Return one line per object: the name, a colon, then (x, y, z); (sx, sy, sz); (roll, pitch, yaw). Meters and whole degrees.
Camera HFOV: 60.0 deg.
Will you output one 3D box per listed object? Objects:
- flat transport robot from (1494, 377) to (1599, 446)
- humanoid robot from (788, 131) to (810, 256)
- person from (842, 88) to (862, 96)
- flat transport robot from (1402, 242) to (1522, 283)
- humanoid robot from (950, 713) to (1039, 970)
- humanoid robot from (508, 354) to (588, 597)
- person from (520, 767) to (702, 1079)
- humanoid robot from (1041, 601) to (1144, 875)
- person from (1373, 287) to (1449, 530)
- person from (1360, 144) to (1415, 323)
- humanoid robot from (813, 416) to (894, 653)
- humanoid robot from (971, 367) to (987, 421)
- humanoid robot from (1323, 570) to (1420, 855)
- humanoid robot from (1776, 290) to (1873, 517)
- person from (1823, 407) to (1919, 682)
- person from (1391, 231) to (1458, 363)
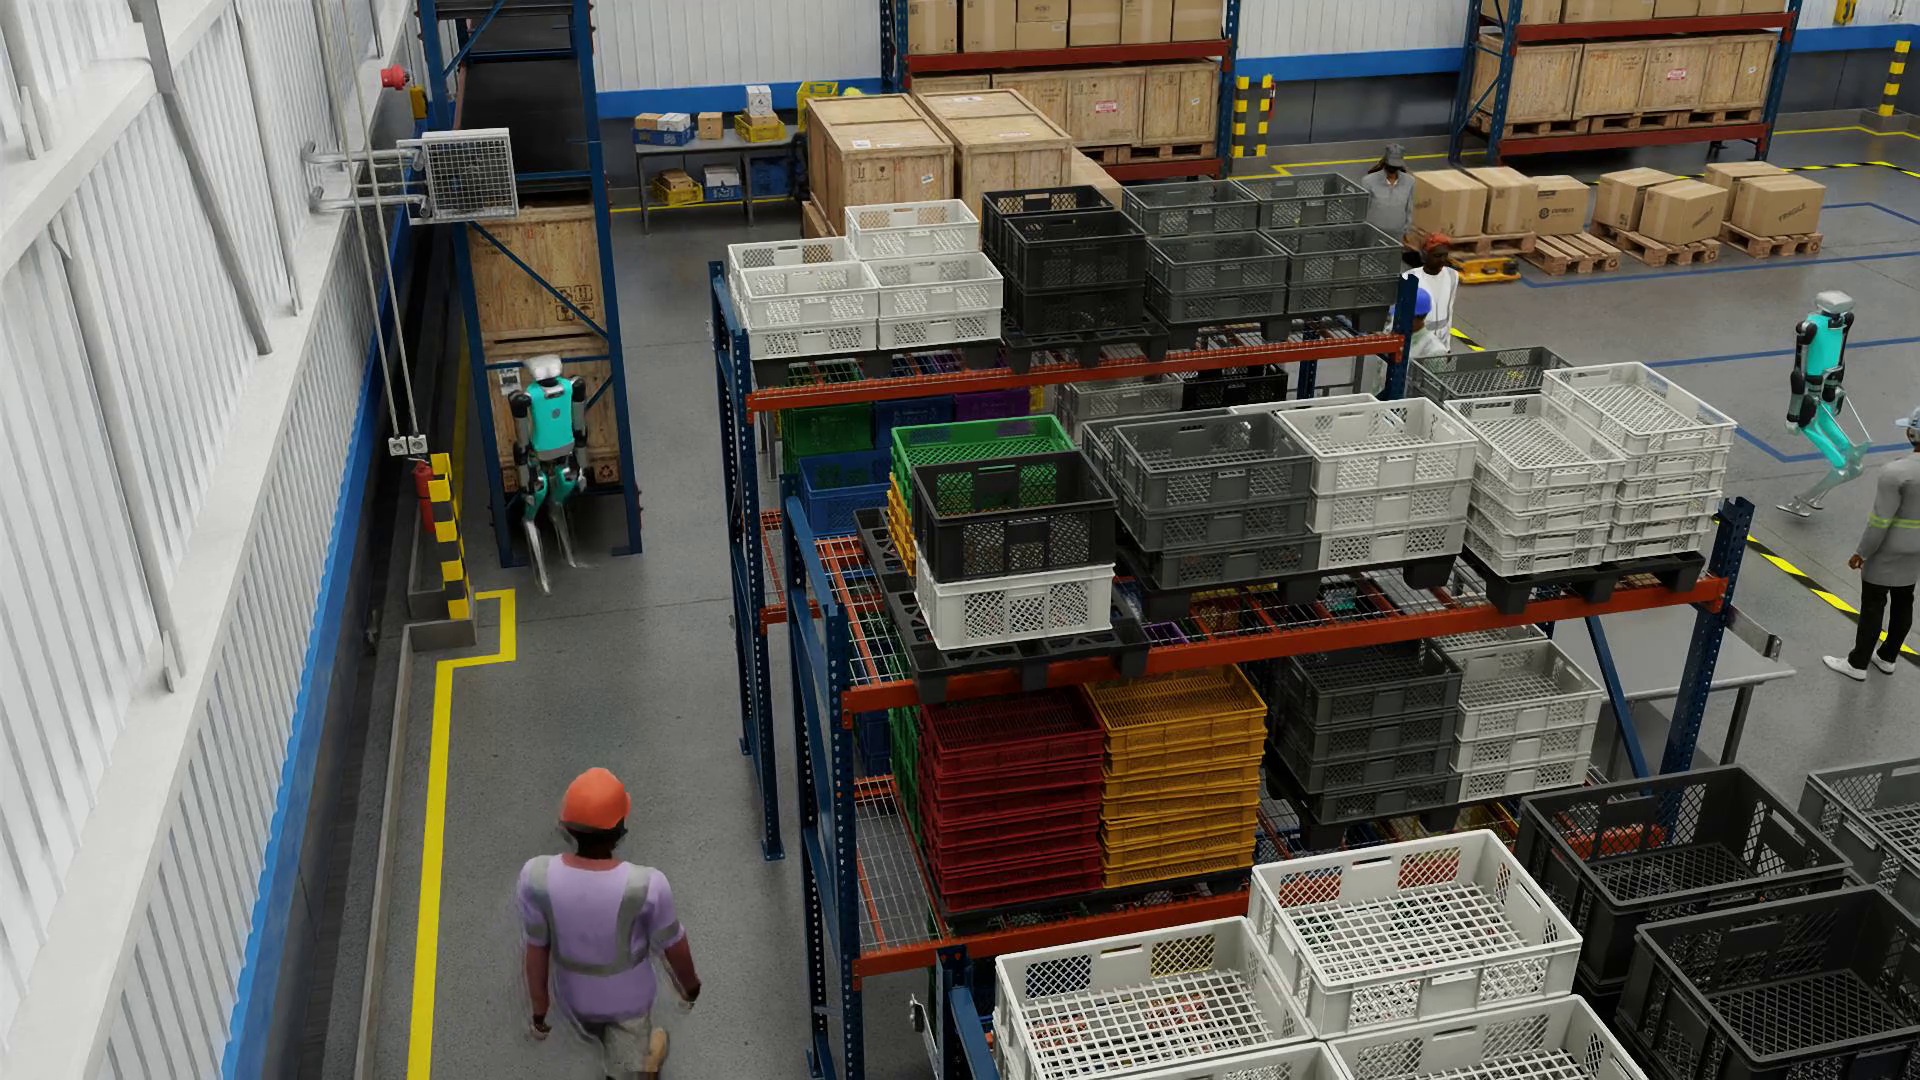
flat transport robot: (4.780, -1.036, 14.013); (0.659, 0.231, 1.431); (-6, 28, -12)
humanoid robot: (-1.582, -3.756, 17.668); (0.607, 1.641, 0.378); (9, 29, 16)
person: (-1.104, -3.939, 17.848); (0.466, 1.823, 0.636); (-4, 28, -7)
flat transport robot: (5.378, -3.087, 17.874); (0.652, 0.197, 1.431); (-6, 28, -12)
humanoid robot: (0.087, 1.414, 7.783); (0.925, 1.742, 0.553); (-20, 34, -33)
humanoid robot: (-2.890, -0.485, 11.419); (0.530, 1.793, 0.798); (-22, 35, -35)
person: (-1.401, 1.779, 6.821); (0.631, 1.984, 1.036); (6, 28, 10)
humanoid robot: (0.532, 1.101, 8.408); (0.795, 1.795, 0.548); (6, 28, 11)
person: (3.186, -0.904, 11.974); (0.411, 1.941, 0.611); (-13, 31, -24)
person: (4.071, -2.960, 16.058); (0.561, 1.763, 0.403); (-3, 28, -6)
humanoid robot: (-0.697, -0.022, 10.613); (0.683, 1.629, 0.613); (-6, 28, -10)
humanoid robot: (0.106, -1.005, 12.466); (0.618, 1.639, 0.584); (-12, 30, -21)
humanoid robot: (2.178, 0.961, 8.667); (0.826, 1.800, 0.542); (8, 29, 15)
humanoid robot: (6.380, -0.937, 12.106); (0.533, 1.677, 0.735); (-15, 31, -26)
person: (5.797, 0.016, 10.320); (0.587, 1.850, 0.393); (-8, 29, -15)
person: (3.659, -1.524, 13.208); (0.573, 1.882, 0.355); (-11, 30, -20)
